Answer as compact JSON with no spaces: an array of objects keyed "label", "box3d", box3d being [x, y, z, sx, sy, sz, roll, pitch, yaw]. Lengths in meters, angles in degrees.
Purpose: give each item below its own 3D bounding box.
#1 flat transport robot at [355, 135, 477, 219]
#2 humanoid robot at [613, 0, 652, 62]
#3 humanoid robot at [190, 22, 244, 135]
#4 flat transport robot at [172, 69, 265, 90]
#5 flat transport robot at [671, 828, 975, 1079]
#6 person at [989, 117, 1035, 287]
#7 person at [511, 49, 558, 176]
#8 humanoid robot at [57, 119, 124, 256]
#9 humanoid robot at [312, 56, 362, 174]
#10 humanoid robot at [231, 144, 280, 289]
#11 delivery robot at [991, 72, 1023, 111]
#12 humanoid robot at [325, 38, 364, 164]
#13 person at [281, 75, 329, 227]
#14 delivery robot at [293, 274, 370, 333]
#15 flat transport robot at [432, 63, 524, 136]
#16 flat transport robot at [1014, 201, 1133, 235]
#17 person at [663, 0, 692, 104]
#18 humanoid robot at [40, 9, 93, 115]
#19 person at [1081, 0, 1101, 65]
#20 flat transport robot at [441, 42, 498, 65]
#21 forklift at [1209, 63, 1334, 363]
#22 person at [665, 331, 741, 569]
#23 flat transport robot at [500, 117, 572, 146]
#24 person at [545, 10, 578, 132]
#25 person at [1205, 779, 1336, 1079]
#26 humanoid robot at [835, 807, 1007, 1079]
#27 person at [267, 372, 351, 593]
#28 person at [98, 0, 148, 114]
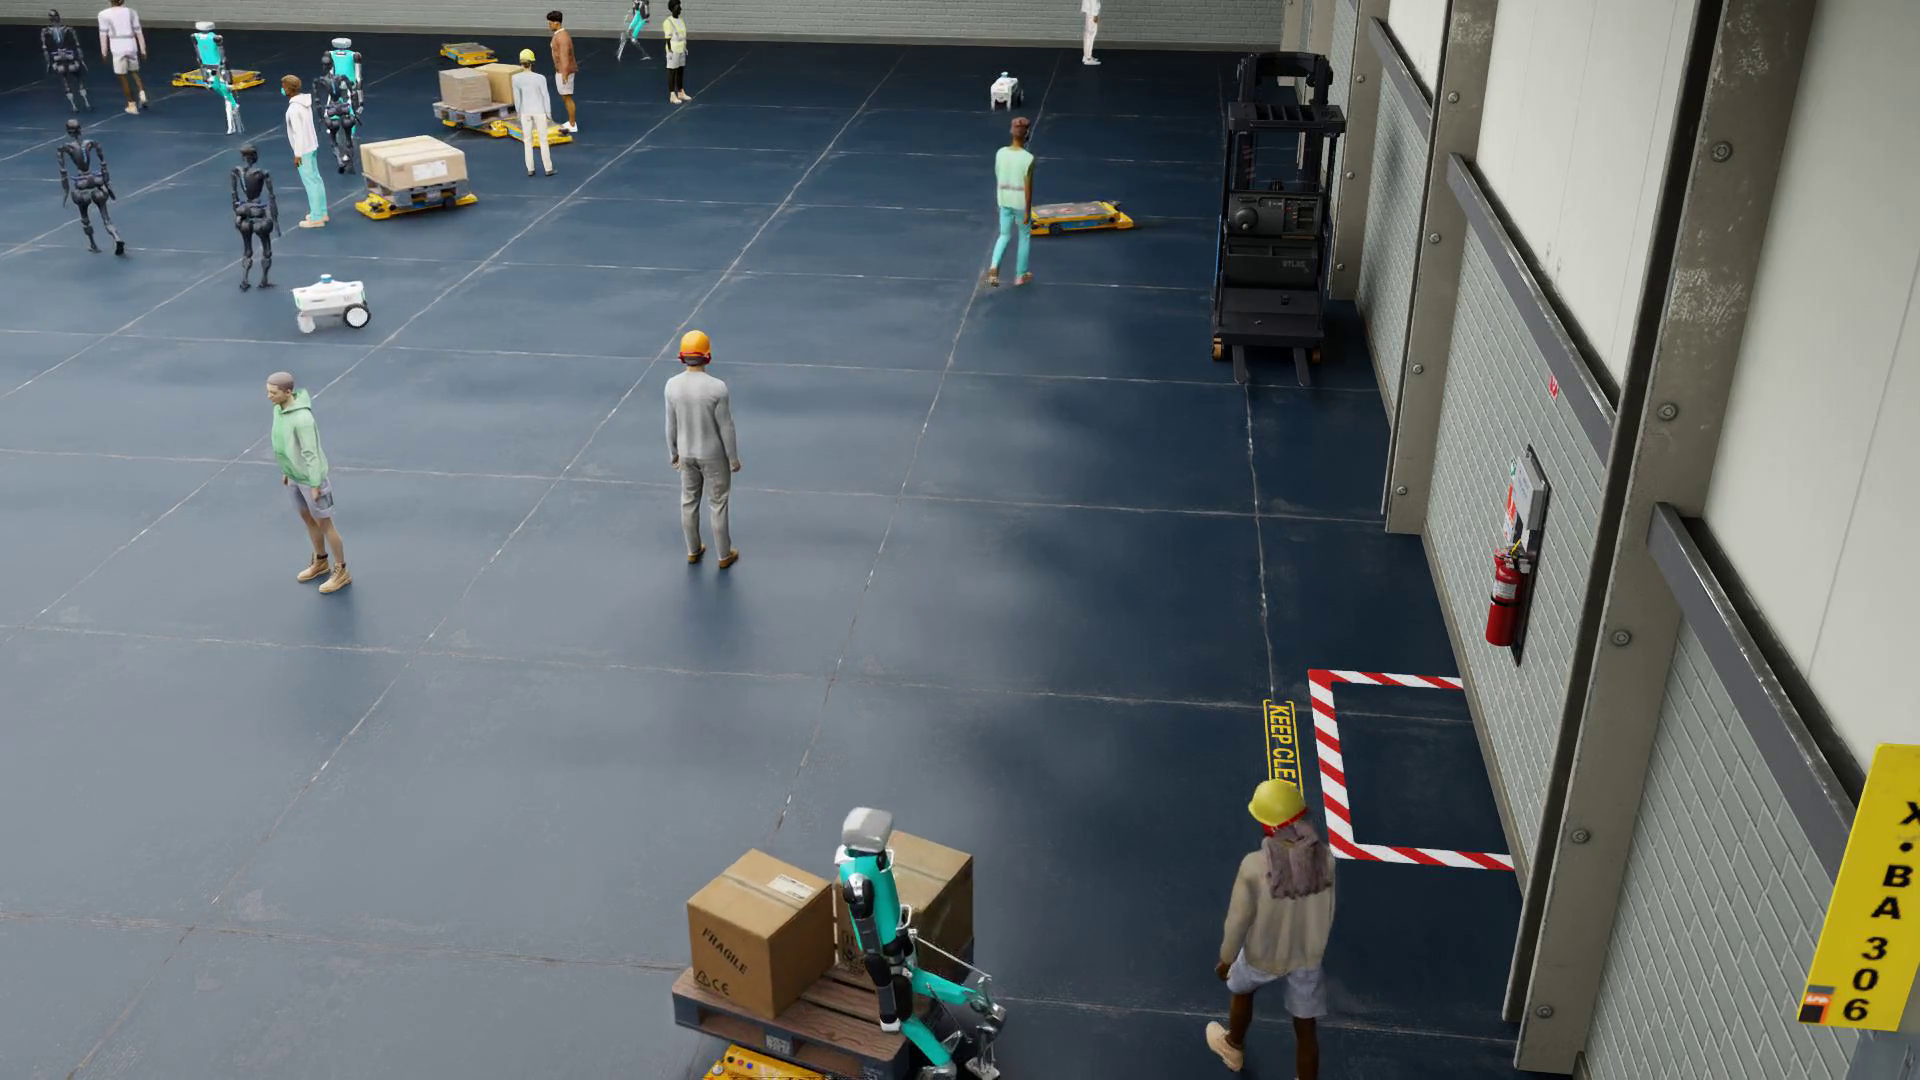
[{"label":"flat transport robot","box3d":[-7.276,-4.555,22.232,1.431,0.231,0.659,-20,33,-34]},{"label":"humanoid robot","box3d":[-6.226,-9.846,31.213,0.886,1.816,0.563,-17,31,-31]},{"label":"humanoid robot","box3d":[-11.398,-7.106,25.827,0.541,1.904,0.728,7,28,14]},{"label":"flat transport robot","box3d":[-13.111,-8.145,29.398,1.431,0.231,0.659,8,28,15]},{"label":"flat transport robot","box3d":[-0.683,2.381,8.385,0.659,0.231,1.431,11,29,21]},{"label":"person","box3d":[0.604,-3.805,18.856,0.495,1.952,0.709,13,29,24]},{"label":"person","box3d":[-6.024,-6.029,23.501,0.521,1.769,0.307,2,27,5]},{"label":"humanoid robot","box3d":[-10.505,-4.240,20.064,0.687,1.635,0.606,20,33,35]},{"label":"humanoid robot","box3d":[-8.796,-6.008,23.553,0.600,1.641,0.415,-13,30,-25]},{"label":"humanoid robot","box3d":[-8.048,-3.656,18.895,0.599,1.637,0.472,4,27,8]},{"label":"delivery robot","box3d":[0.753,-7.513,27.813,0.499,0.590,0.793,6,27,12]},{"label":"humanoid robot","box3d":[-8.967,-6.266,24.156,0.539,1.887,0.787,3,27,5]},{"label":"person","box3d":[-8.360,-4.960,21.205,0.378,1.917,0.491,-1,27,-2]},{"label":"delivery robot","box3d":[-6.780,-2.574,17.932,0.756,0.571,0.499,-11,29,-21]},{"label":"flat transport robot","box3d":[-7.499,-6.647,26.408,1.431,0.231,0.659,19,32,33]},{"label":"flat transport robot","box3d":[1.450,-4.143,21.409,1.431,0.231,0.659,-6,27,-13]},{"label":"person","box3d":[-4.760,-8.230,27.972,0.322,1.696,0.535,13,29,24]},{"label":"humanoid robot","box3d":[-14.616,-7.807,27.169,0.610,1.639,0.409,-13,29,-24]},{"label":"person","box3d":[2.452,-9.825,30.966,0.390,1.871,0.505,-3,27,-7]},{"label":"flat transport robot","box3d":[-9.333,-9.232,31.569,0.659,0.231,1.431,-16,31,-28]},{"label":"forklift","box3d":[3.241,-3.477,17.183,1.129,2.768,1.873,3,27,6]},{"label":"person","box3d":[-1.962,-0.682,12.696,0.569,1.889,0.389,7,27,13]},{"label":"flat transport robot","box3d":[-6.644,-6.372,25.859,0.659,0.231,1.431,-18,32,-32]},{"label":"person","box3d":[-6.191,-7.338,26.034,0.418,1.842,0.796,-9,28,-18]},{"label":"person","box3d":[1.468,1.886,7.759,0.552,1.719,0.664,-3,27,-5]},{"label":"humanoid robot","box3d":[-0.066,1.991,7.551,0.957,1.762,0.557,1,27,3]},{"label":"person","box3d":[-4.875,-0.445,12.398,0.471,1.733,0.326,21,33,35]},{"label":"person","box3d":[-13.628,-7.966,27.097,0.426,2.012,0.639,22,34,37]}]
